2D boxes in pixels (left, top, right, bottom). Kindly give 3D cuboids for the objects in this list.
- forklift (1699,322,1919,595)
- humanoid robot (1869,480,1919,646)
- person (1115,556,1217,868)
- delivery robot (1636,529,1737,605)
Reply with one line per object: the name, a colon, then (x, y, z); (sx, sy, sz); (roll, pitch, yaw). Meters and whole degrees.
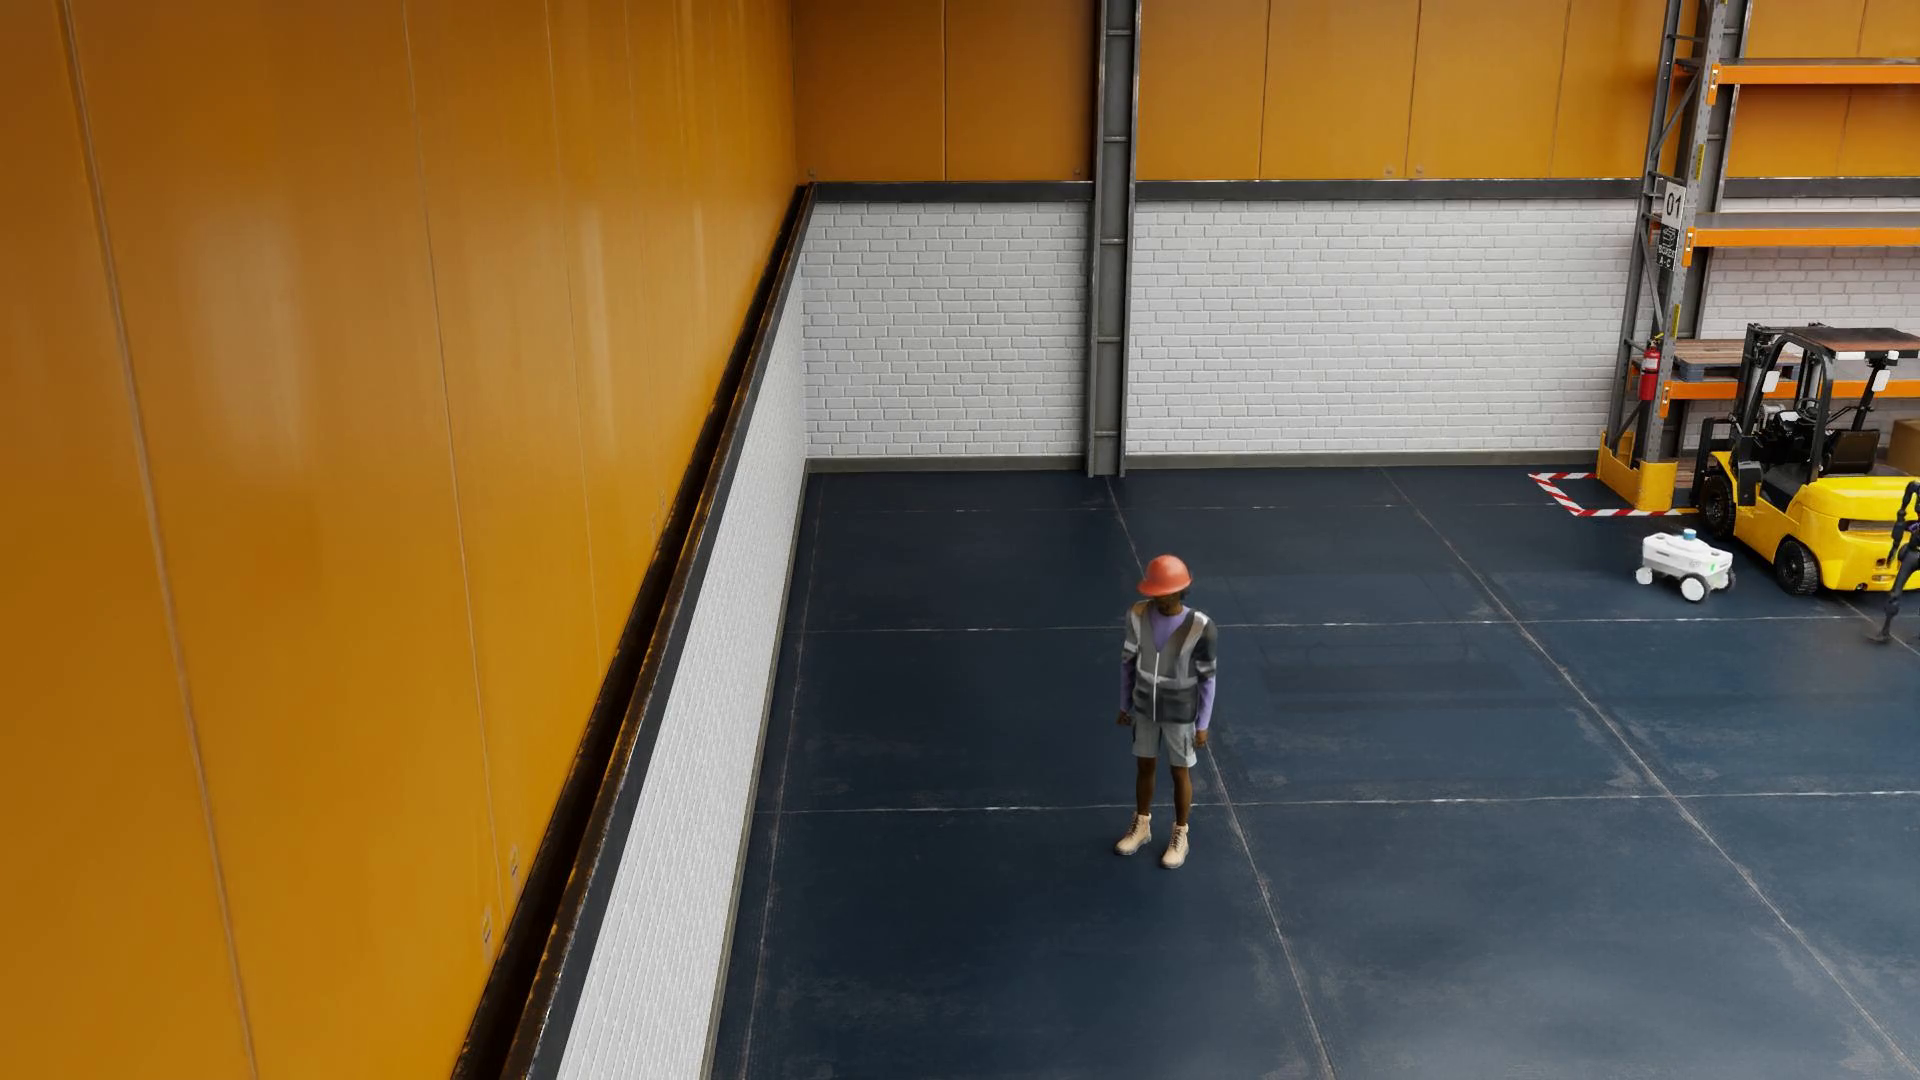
forklift: (7.809, -0.792, 14.926); (1.214, 2.155, 2.313); (-1, 20, -2)
humanoid robot: (7.715, 0.095, 13.289); (0.533, 1.646, 0.590); (-10, 22, -25)
person: (1.238, 1.045, 10.171); (0.613, 2.035, 0.388); (12, 24, 30)
delivery robot: (6.371, 0.201, 14.580); (0.499, 0.586, 0.773); (-15, 25, -34)
